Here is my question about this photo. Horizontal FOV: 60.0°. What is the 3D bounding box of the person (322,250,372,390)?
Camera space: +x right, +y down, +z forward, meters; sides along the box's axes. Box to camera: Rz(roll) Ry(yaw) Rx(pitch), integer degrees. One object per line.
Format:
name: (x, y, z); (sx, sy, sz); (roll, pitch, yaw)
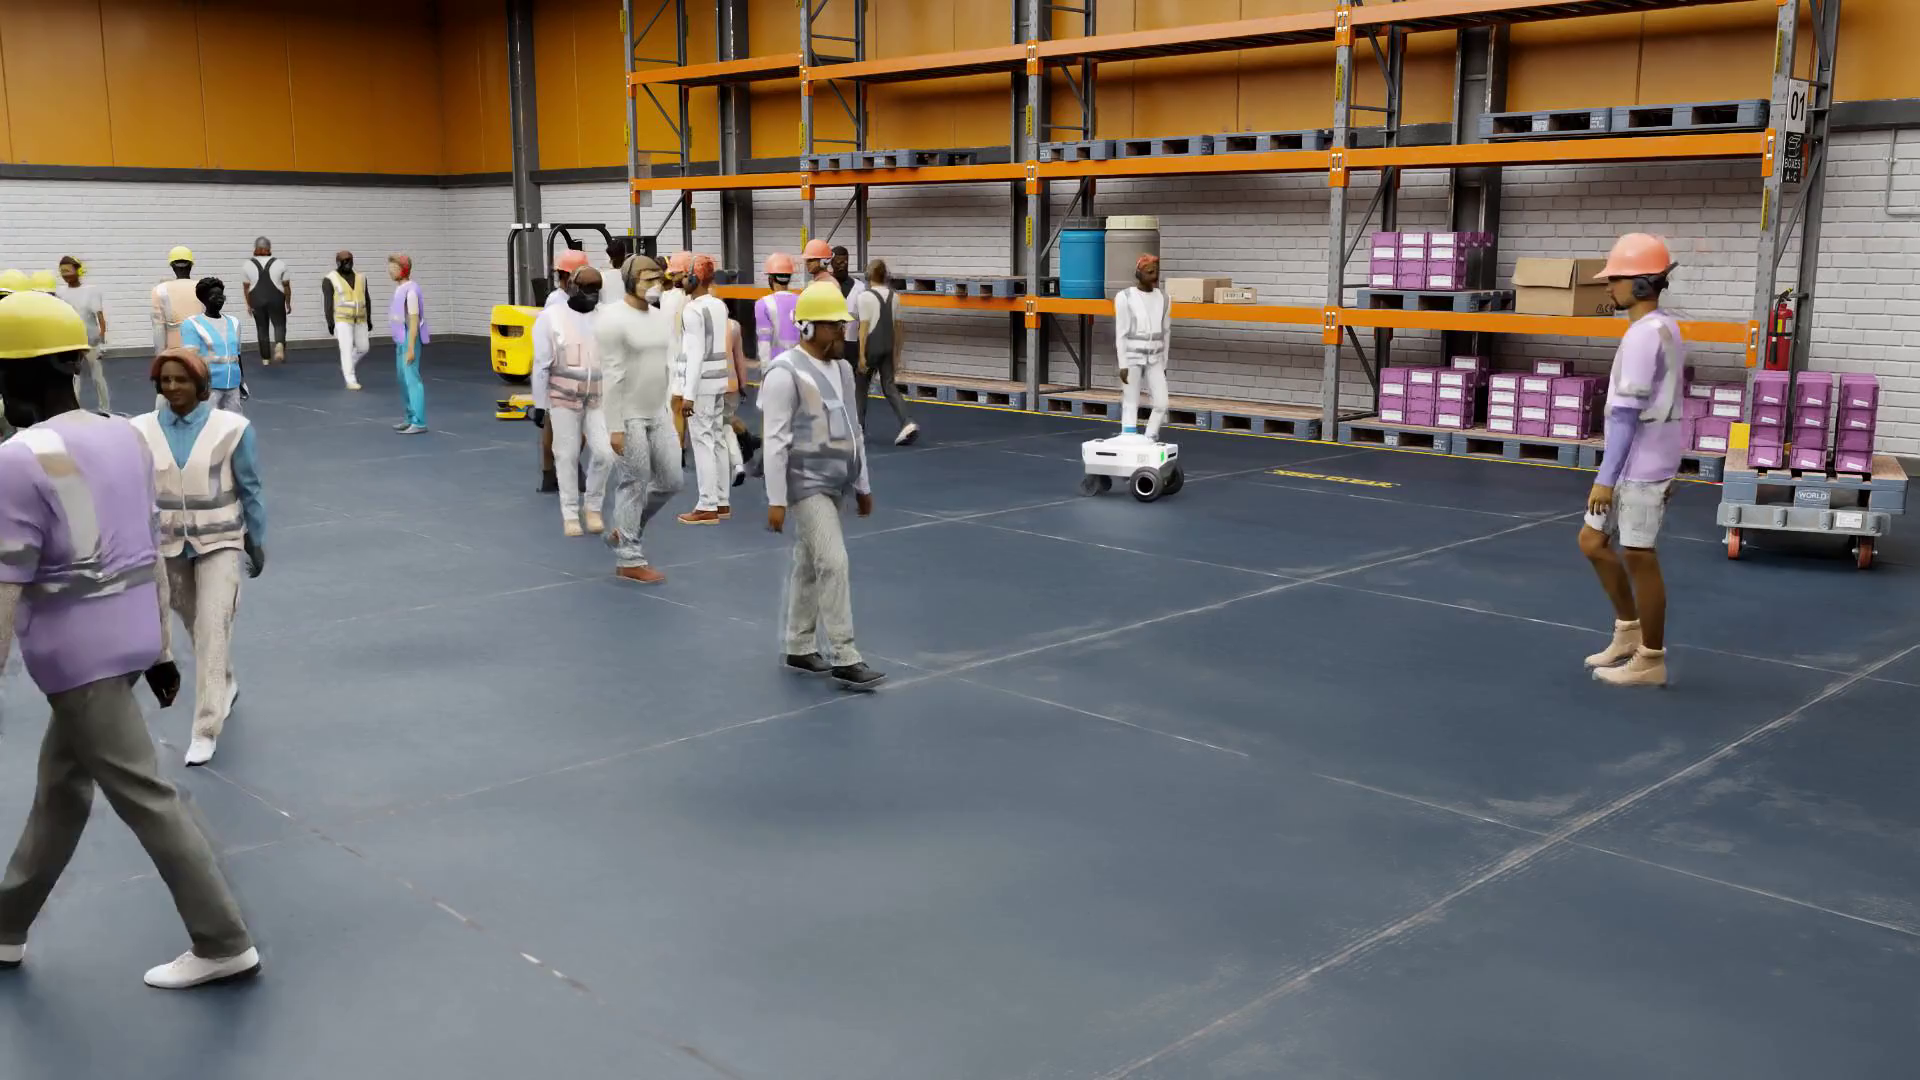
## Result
person: (-8.098, -2.907, 21.981); (0.531, 1.827, 0.643); (8, 13, 39)

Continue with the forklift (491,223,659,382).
forklift: (-5.316, -3.263, 22.920); (2.313, 2.155, 1.214); (-10, 14, -44)

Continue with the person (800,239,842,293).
person: (-1.295, -1.798, 15.512); (0.400, 1.990, 0.619); (-5, 12, -25)

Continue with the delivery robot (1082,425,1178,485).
delivery robot: (1.311, -0.647, 12.873); (0.707, 0.478, 0.477); (6, 12, 28)

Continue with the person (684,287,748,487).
person: (-1.934, -1.174, 13.072); (0.529, 1.616, 0.364); (-7, 13, -35)

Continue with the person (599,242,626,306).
person: (-3.985, -2.501, 19.454); (0.635, 1.937, 0.770); (0, 10, 0)

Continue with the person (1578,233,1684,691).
person: (2.972, -0.330, 7.383); (0.533, 2.024, 0.605); (5, 11, 23)

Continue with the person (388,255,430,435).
person: (-5.631, -1.984, 16.985); (0.380, 1.825, 0.656); (-6, 12, -30)

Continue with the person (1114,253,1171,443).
person: (1.580, -1.524, 14.338); (0.575, 1.871, 0.445); (-4, 11, -22)

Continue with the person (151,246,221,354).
person: (-7.255, -1.794, 15.661); (0.585, 1.918, 0.378); (-6, 12, -28)

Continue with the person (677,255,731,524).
person: (-1.807, -1.050, 11.697); (0.342, 1.882, 0.586); (3, 11, 14)

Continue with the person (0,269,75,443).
person: (-6.317, -0.931, 11.295); (0.608, 1.784, 0.948); (-1, 10, -8)

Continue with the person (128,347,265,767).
person: (-3.060, 0.021, 6.652); (0.524, 1.595, 0.877); (-1, 10, -8)

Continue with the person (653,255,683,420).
person: (-2.589, -1.722, 15.502); (0.644, 1.841, 0.570); (-6, 12, -28)

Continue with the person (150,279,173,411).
person: (-8.036, -1.871, 16.999); (0.916, 1.575, 0.505); (7, 13, 35)

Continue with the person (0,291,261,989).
person: (-2.374, 0.292, 4.393); (1.002, 1.871, 0.606); (0, 10, 0)

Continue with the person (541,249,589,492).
person: (-3.066, -1.314, 13.070); (0.594, 1.904, 0.574); (-3, 11, -17)

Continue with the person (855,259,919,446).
person: (-0.760, -1.811, 16.090); (0.524, 1.809, 0.901); (-9, 14, -41)

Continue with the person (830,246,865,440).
person: (-1.189, -1.913, 16.313); (0.596, 1.914, 0.374); (-7, 12, -32)

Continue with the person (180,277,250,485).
person: (-5.861, -1.219, 13.128); (0.320, 1.697, 0.531); (6, 12, 28)

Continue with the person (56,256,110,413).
person: (-9.129, -2.044, 17.343); (0.548, 1.815, 1.016); (-2, 11, -8)

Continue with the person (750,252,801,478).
person: (-1.393, -1.395, 13.592); (0.560, 1.894, 0.991); (-8, 13, -36)

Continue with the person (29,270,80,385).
person: (-7.461, -1.340, 13.688); (0.538, 1.743, 0.522); (-2, 11, -13)

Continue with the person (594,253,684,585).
person: (-1.872, -0.691, 9.652); (0.467, 1.924, 0.634); (6, 12, 28)

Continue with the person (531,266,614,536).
person: (-2.552, -0.921, 11.183); (0.683, 1.817, 0.462); (-5, 12, -25)

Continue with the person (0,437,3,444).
person: (-7.327, -1.195, 12.427); (0.407, 1.906, 0.655); (1, 10, 5)

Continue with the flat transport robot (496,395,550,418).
flat transport robot: (-4.423, -1.505, 18.580); (1.431, 0.197, 0.652); (-2, 11, -11)

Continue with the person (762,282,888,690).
person: (-0.526, -0.236, 7.443); (0.732, 1.809, 0.620); (5, 11, 24)

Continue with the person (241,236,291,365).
person: (-10.769, -3.725, 25.855); (0.688, 2.000, 0.729); (-3, 11, -17)

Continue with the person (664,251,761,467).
person: (-2.212, -1.559, 14.469); (0.900, 1.905, 0.547); (-3, 11, -18)
